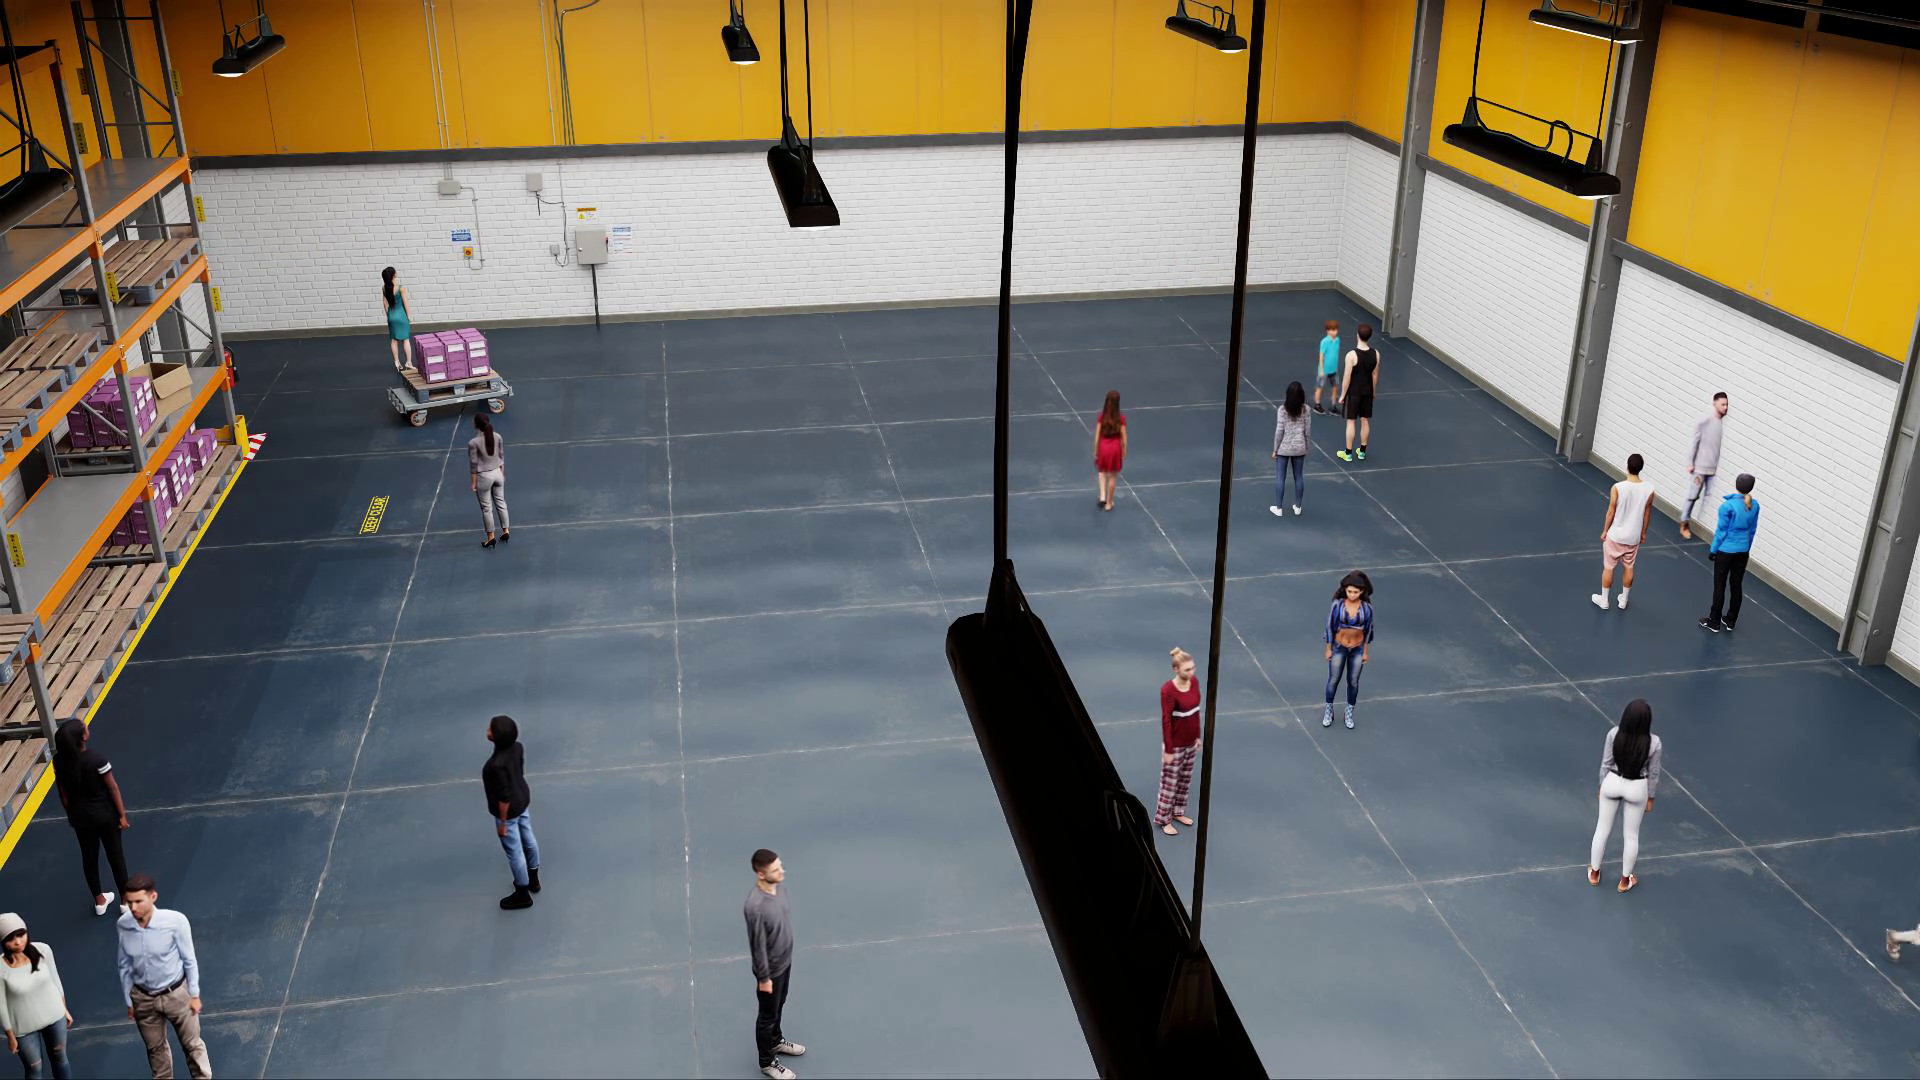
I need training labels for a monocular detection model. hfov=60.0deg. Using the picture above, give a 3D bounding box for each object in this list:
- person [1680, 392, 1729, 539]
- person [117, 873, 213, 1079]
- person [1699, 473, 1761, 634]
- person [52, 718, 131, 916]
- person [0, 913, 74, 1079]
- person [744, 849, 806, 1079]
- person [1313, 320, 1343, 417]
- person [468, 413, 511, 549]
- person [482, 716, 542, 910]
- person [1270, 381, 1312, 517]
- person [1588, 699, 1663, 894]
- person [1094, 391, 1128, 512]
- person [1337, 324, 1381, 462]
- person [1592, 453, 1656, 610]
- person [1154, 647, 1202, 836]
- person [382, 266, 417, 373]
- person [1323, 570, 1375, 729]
[{"bbox_3d":[9.039,-0.925,20.095,0.705,1.837,0.611,-1,24,-2],"label":"person"},{"bbox_3d":[-5.305,3.016,11.066,0.652,1.848,0.613,-2,24,-5],"label":"person"},{"bbox_3d":[8.235,0.131,17.730,0.628,1.795,0.535,-2,24,-5],"label":"person"},{"bbox_3d":[-6.839,2.176,13.136,0.657,1.729,0.617,1,24,2],"label":"person"},{"bbox_3d":[-6.101,3.166,10.975,0.692,1.645,0.638,17,29,33],"label":"person"},{"bbox_3d":[-1.301,2.892,11.457,0.748,1.761,0.608,5,24,11],"label":"person"},{"bbox_3d":[5.330,-2.533,24.279,0.656,1.432,0.812,-11,26,-23],"label":"person"},{"bbox_3d":[-5.620,-0.718,19.820,0.775,1.677,0.730,19,30,36],"label":"person"},{"bbox_3d":[-3.560,2.146,13.237,0.708,1.701,0.593,5,24,11],"label":"person"},{"bbox_3d":[4.120,-1.147,20.735,0.619,1.731,0.515,-3,24,-7],"label":"person"},{"bbox_3d":[5.373,2.045,13.440,0.672,1.725,0.712,12,27,26],"label":"person"},{"bbox_3d":[1.869,-1.101,20.869,0.659,1.538,0.727,4,24,9],"label":"person"},{"bbox_3d":[5.394,-1.991,22.465,0.686,1.892,0.577,-5,24,-12],"label":"person"},{"bbox_3d":[7.283,-0.087,18.238,0.684,1.788,0.624,0,24,1],"label":"person"},{"bbox_3d":[1.879,1.711,14.238,0.683,1.698,0.691,-21,31,-39],"label":"person"},{"bbox_3d":[-8.832,-3.474,26.113,0.617,1.687,0.580,3,24,7],"label":"person"},{"bbox_3d":[3.699,1.048,15.854,0.686,1.618,0.665,4,24,9],"label":"person"}]
